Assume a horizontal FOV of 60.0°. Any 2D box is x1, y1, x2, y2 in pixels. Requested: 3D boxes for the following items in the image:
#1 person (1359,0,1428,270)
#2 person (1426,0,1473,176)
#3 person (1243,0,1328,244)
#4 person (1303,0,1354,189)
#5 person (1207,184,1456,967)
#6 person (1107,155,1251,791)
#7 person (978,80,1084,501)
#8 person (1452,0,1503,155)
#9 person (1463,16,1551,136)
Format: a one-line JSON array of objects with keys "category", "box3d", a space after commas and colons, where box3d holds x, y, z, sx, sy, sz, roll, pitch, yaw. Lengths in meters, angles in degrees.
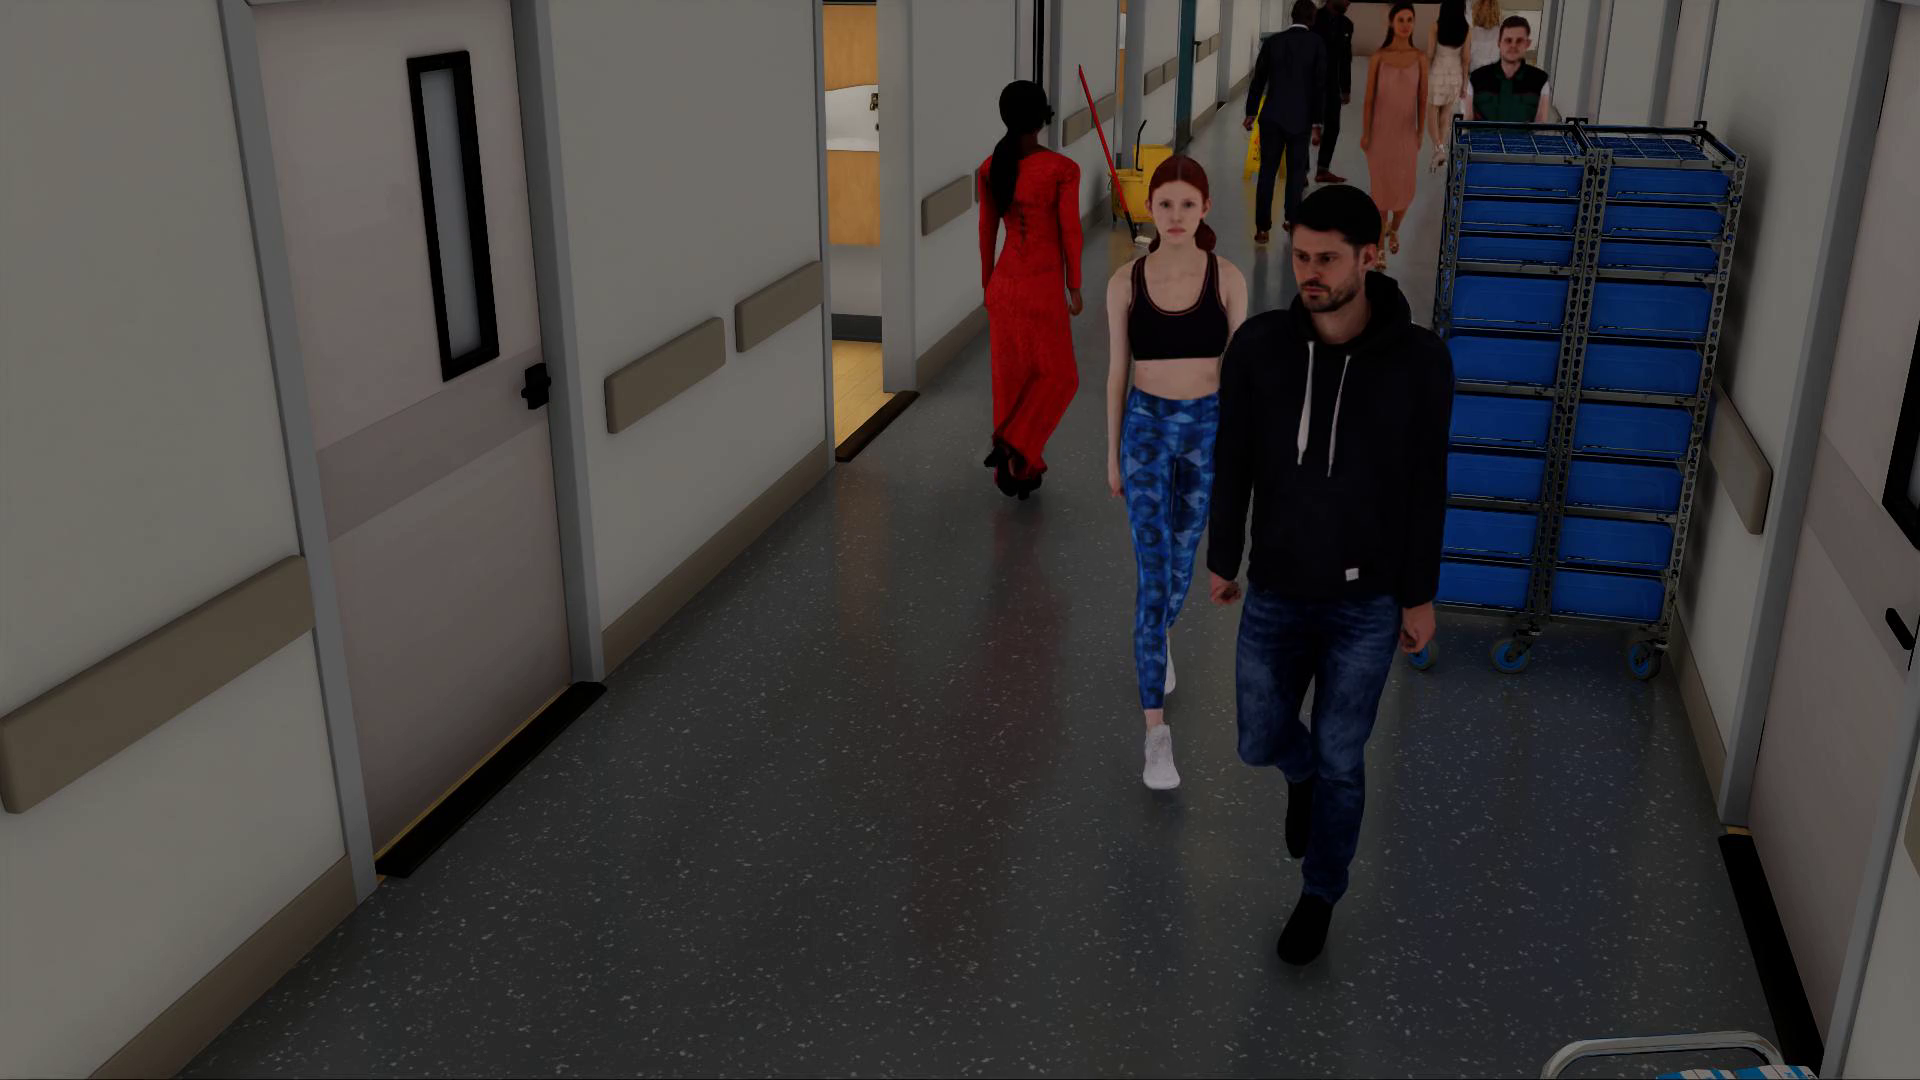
[{"category": "person", "box3d": [3.041, -2.848, 11.764, 0.630, 1.821, 0.713, 3, 21, 7]}, {"category": "person", "box3d": [4.593, -4.293, 15.721, 0.694, 1.721, 0.908, 1, 21, 3]}, {"category": "person", "box3d": [2.448, -3.107, 12.499, 0.955, 1.784, 1.169, 8, 22, 21]}, {"category": "person", "box3d": [3.228, -4.108, 15.127, 0.874, 1.795, 0.829, 0, 21, 0]}, {"category": "person", "box3d": [0.897, 0.077, 3.975, 0.782, 1.868, 0.928, 7, 22, 19]}, {"category": "person", "box3d": [0.644, -0.230, 4.975, 0.803, 1.734, 1.259, 0, 21, 0]}, {"category": "person", "box3d": [0.248, -0.966, 6.868, 0.738, 1.770, 0.907, 11, 23, 27]}, {"category": "person", "box3d": [5.086, -4.418, 16.171, 0.663, 1.635, 1.029, 3, 21, 8]}, {"category": "person", "box3d": [3.313, -2.279, 10.255, 0.648, 1.827, 0.664, 6, 21, 14]}]
